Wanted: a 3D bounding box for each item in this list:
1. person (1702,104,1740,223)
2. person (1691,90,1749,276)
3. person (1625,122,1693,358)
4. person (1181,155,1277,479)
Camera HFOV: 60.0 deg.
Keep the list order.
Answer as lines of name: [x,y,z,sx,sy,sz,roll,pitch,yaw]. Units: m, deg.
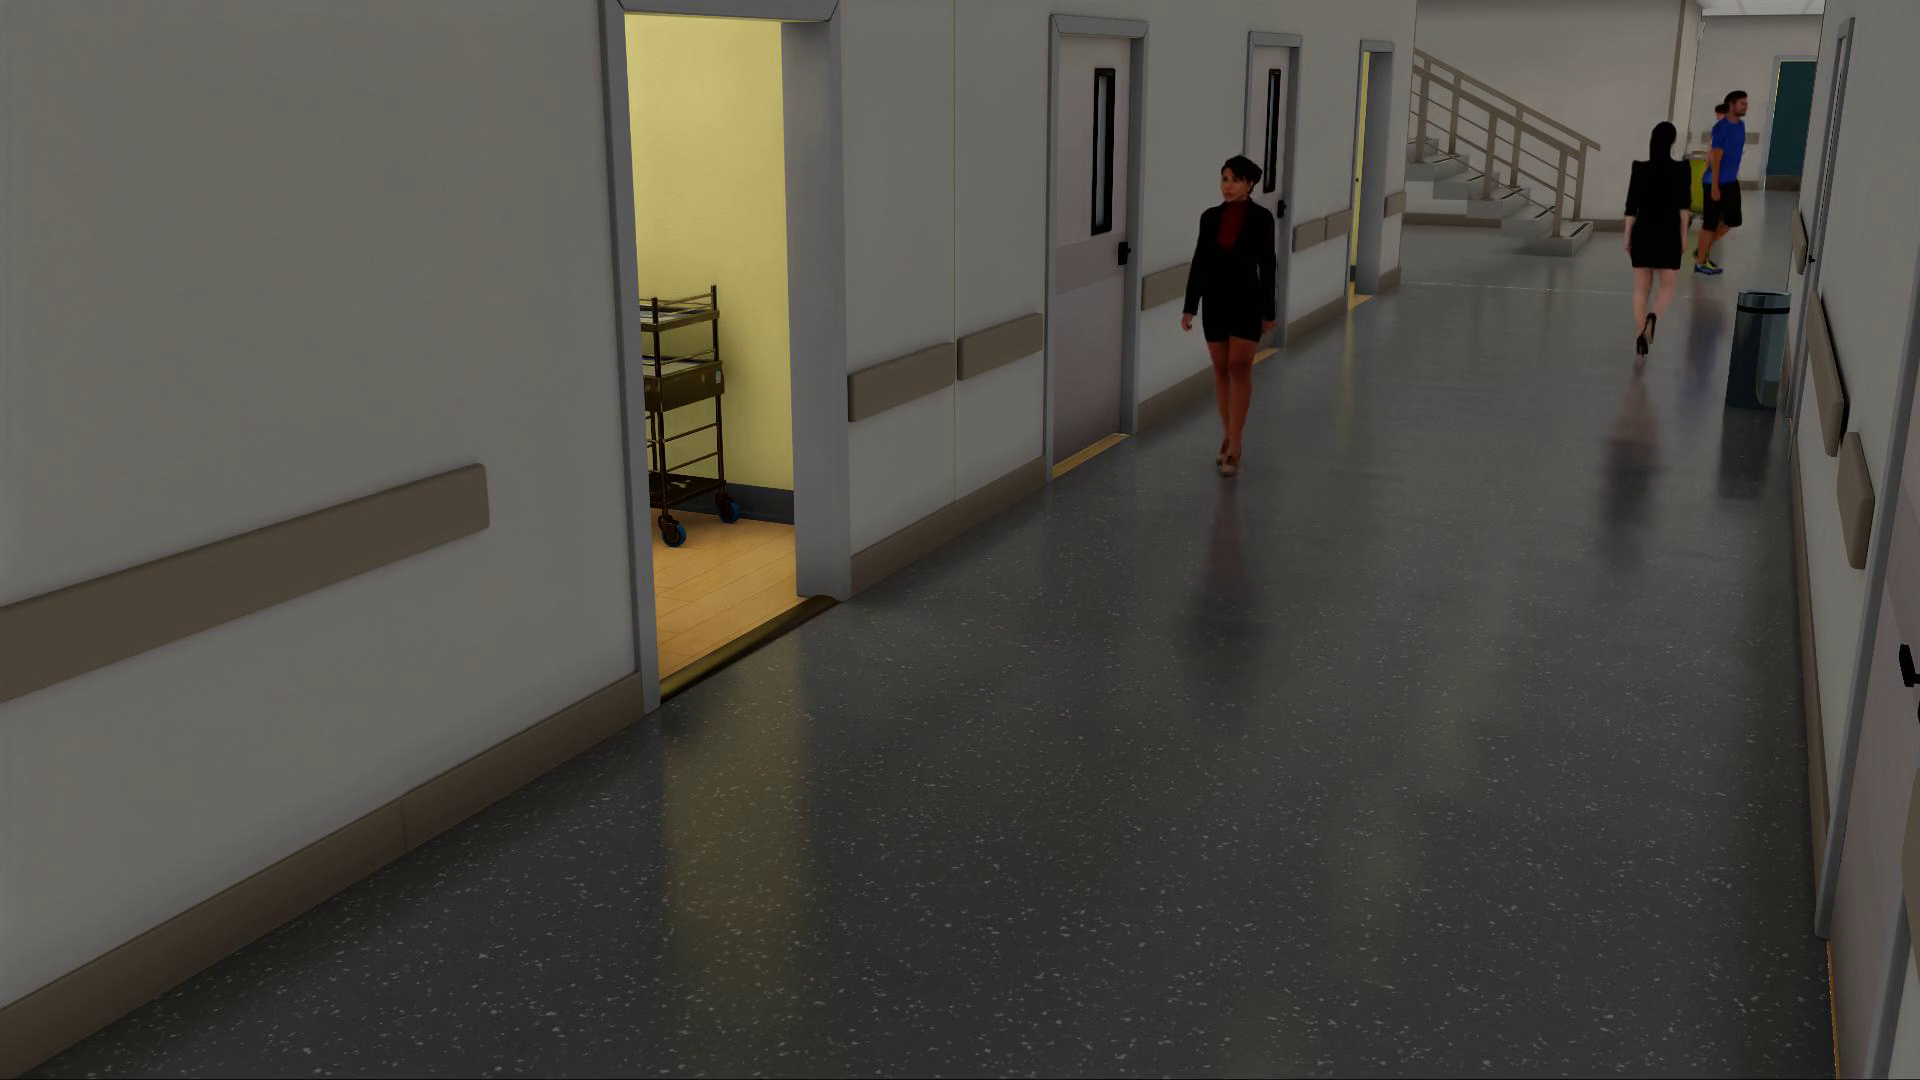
person: [9.963,-4.832,21.636,0.775,1.644,0.699,-10,19,-31]
person: [7.765,-3.677,17.150,0.801,1.855,0.853,-11,19,-34]
person: [5.042,-2.150,12.044,0.695,1.686,0.672,8,18,27]
person: [1.442,-1.160,8.651,0.738,1.621,0.679,10,18,31]
